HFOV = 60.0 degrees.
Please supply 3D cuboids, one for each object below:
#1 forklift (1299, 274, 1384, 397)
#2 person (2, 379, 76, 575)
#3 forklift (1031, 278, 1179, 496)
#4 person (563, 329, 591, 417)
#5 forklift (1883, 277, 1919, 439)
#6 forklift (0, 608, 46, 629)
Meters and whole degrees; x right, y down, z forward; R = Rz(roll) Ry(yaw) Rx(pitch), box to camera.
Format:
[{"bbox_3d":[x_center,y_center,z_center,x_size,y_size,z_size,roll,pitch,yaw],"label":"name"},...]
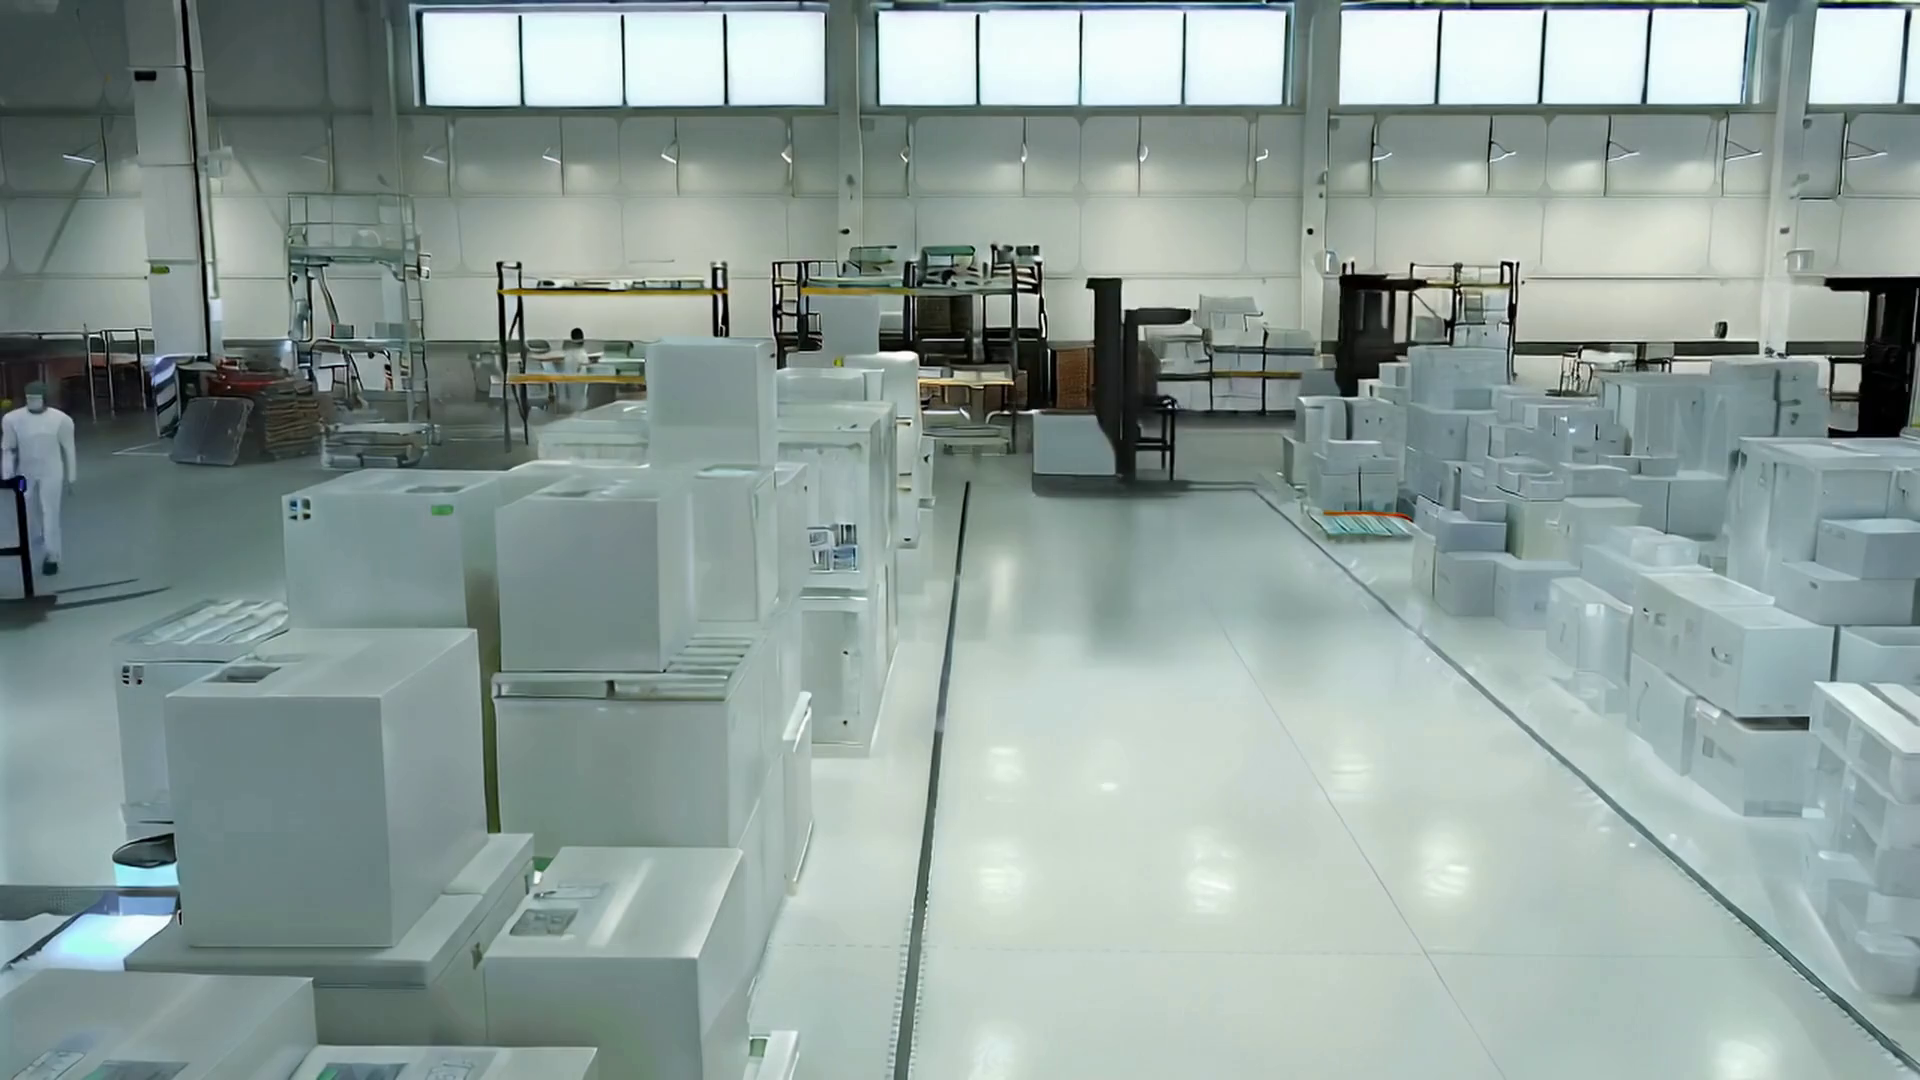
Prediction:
[{"bbox_3d":[7.165,-3.395,29.968,1.129,2.768,1.873,-8,12,-39],"label":"forklift"},{"bbox_3d":[-9.068,-0.648,16.452,0.638,1.909,0.916,-2,10,-13],"label":"person"},{"bbox_3d":[1.884,-2.010,21.678,1.873,2.768,1.129,0,9,1],"label":"forklift"},{"bbox_3d":[-6.317,-2.523,27.563,0.362,1.939,0.542,4,10,23],"label":"person"},{"bbox_3d":[13.620,-2.379,23.888,1.873,2.768,1.129,0,9,1],"label":"forklift"},{"bbox_3d":[-8.660,-0.615,13.317,1.129,2.768,1.873,8,12,40],"label":"forklift"}]
